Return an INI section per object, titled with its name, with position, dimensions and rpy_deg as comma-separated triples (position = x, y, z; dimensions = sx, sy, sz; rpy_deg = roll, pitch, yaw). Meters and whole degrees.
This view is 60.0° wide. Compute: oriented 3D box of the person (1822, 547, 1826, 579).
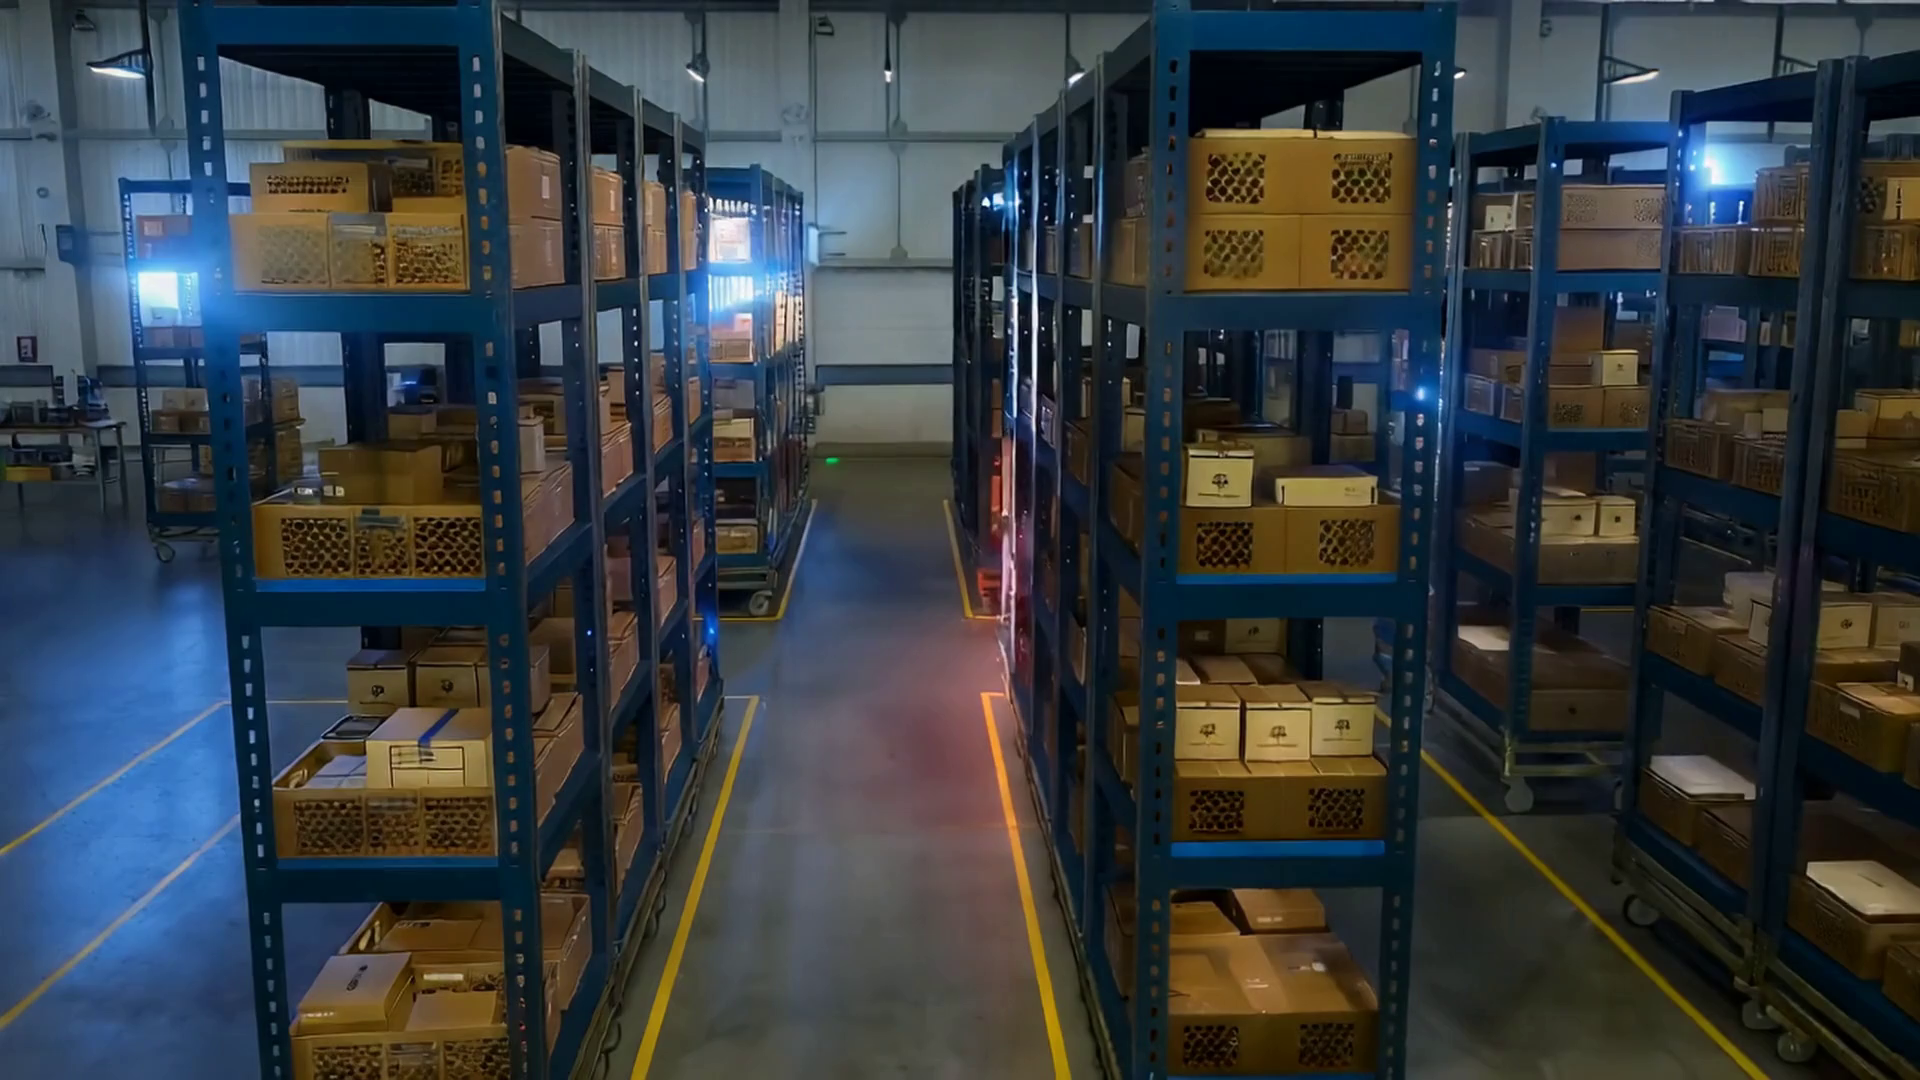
[person]
position = 6.317, -0.212, 12.408
dimensions = 0.419, 2.036, 0.621
rpy_deg = 3, 10, 16
